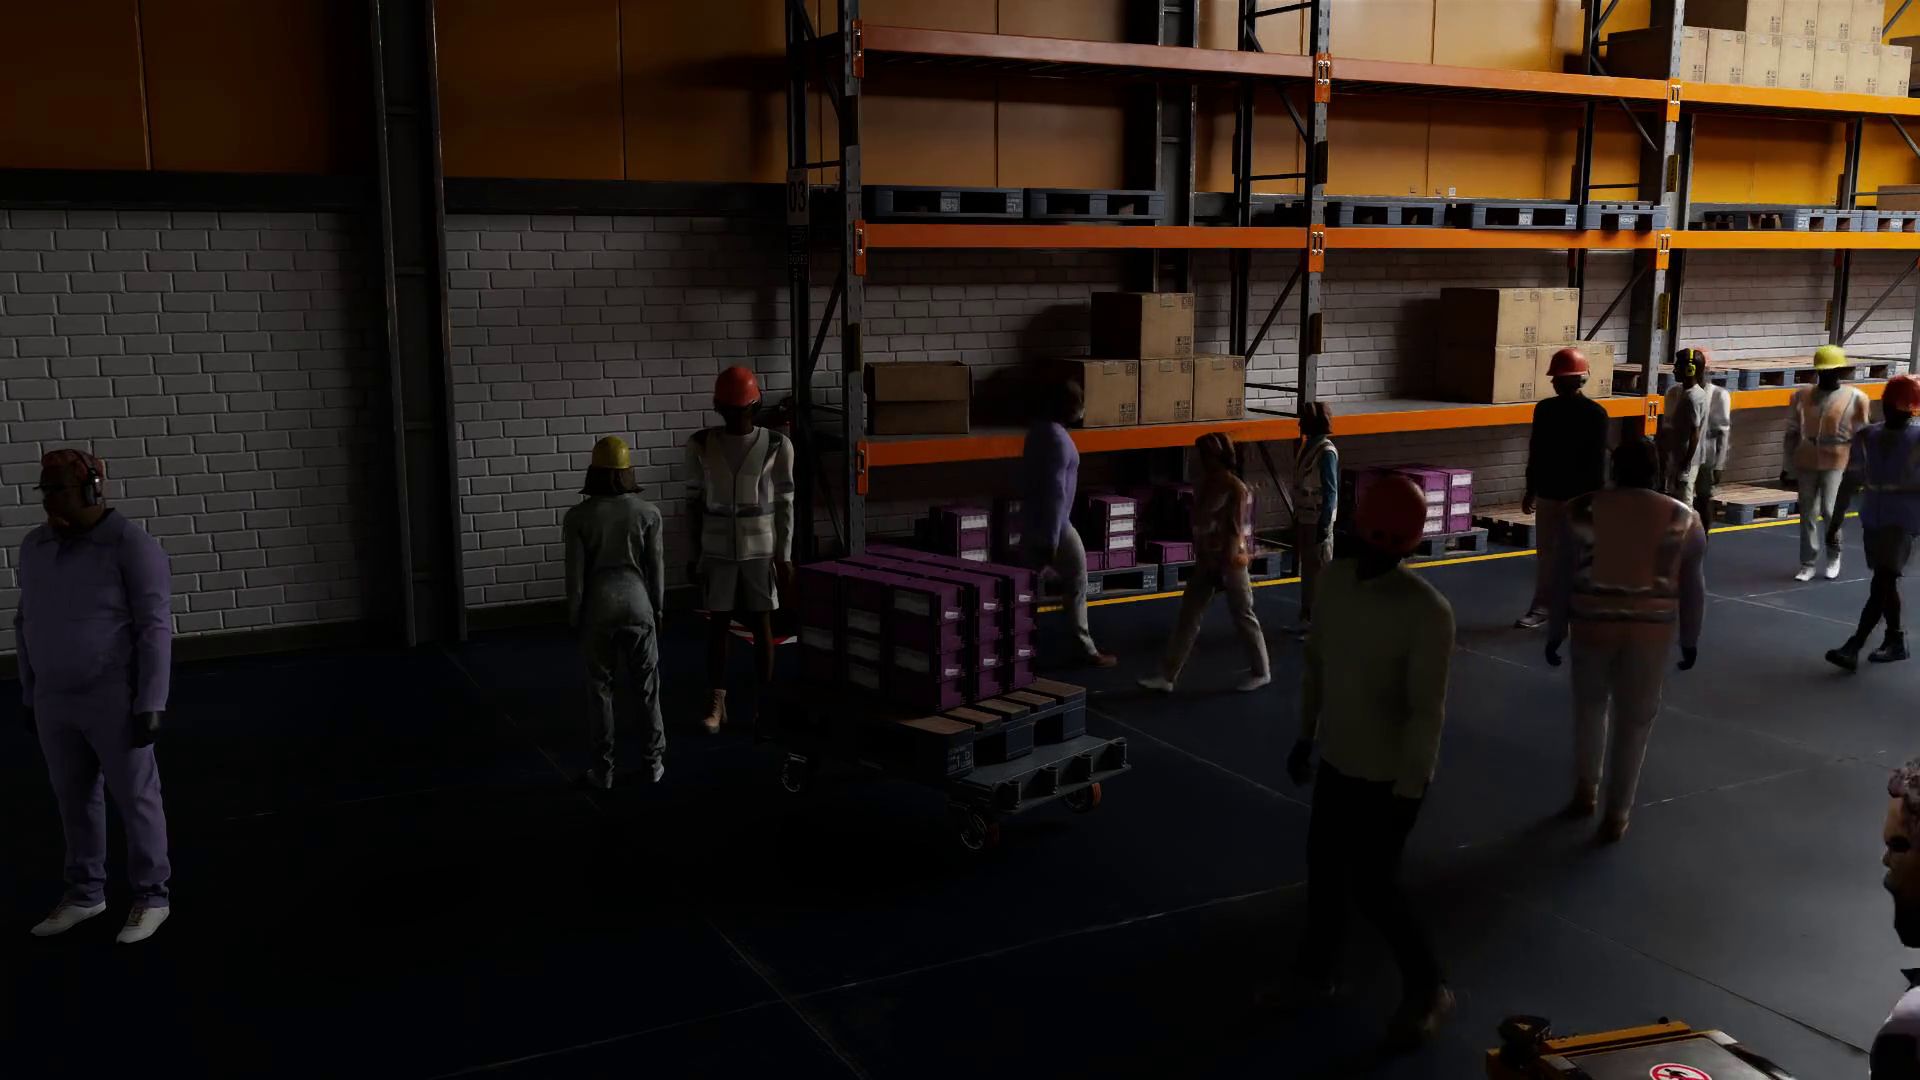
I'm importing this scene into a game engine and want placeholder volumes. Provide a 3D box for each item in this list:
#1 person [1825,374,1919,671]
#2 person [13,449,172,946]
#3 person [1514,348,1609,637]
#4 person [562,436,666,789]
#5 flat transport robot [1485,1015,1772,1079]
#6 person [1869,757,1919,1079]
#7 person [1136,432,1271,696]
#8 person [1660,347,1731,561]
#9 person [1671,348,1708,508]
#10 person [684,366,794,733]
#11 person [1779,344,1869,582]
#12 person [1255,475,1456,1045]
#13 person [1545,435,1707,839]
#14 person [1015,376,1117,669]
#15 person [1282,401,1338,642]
[{"bbox_3d":[5.793,-0.104,10.488,0.979,1.879,0.600,-6,11,-29],"label":"person"},{"bbox_3d":[-3.338,0.600,6.378,0.641,1.908,0.407,2,10,12],"label":"person"},{"bbox_3d":[4.155,-0.327,11.482,0.405,1.991,0.613,-5,11,-27],"label":"person"},{"bbox_3d":[-1.708,0.357,8.242,0.488,1.743,0.317,-3,10,-18],"label":"person"},{"bbox_3d":[2.178,1.709,4.695,0.652,0.197,1.431,-3,10,-16],"label":"flat transport robot"},{"bbox_3d":[1.530,1.257,2.645,0.586,1.890,0.602,-9,13,-43],"label":"person"},{"bbox_3d":[1.505,0.154,9.853,0.898,1.581,0.530,-5,11,-25],"label":"person"},{"bbox_3d":[6.143,-0.688,13.926,0.559,1.869,1.024,7,12,34],"label":"person"},{"bbox_3d":[5.848,-0.611,13.454,0.326,1.872,0.518,4,11,20],"label":"person"},{"bbox_3d":[-1.208,0.062,9.108,0.605,2.034,0.393,0,10,0],"label":"person"},{"bbox_3d":[6.882,-0.604,13.281,0.593,1.913,0.417,9,14,43],"label":"person"},{"bbox_3d":[1.374,0.728,5.541,0.477,1.950,0.678,-4,11,-23],"label":"person"},{"bbox_3d":[3.063,0.419,7.652,0.662,1.819,0.714,5,11,25],"label":"person"},{"bbox_3d":[0.488,-0.081,10.350,0.995,1.895,0.631,-3,10,-16],"label":"person"},{"bbox_3d":[2.410,-0.127,11.330,0.308,1.639,0.523,-1,10,-7],"label":"person"}]
